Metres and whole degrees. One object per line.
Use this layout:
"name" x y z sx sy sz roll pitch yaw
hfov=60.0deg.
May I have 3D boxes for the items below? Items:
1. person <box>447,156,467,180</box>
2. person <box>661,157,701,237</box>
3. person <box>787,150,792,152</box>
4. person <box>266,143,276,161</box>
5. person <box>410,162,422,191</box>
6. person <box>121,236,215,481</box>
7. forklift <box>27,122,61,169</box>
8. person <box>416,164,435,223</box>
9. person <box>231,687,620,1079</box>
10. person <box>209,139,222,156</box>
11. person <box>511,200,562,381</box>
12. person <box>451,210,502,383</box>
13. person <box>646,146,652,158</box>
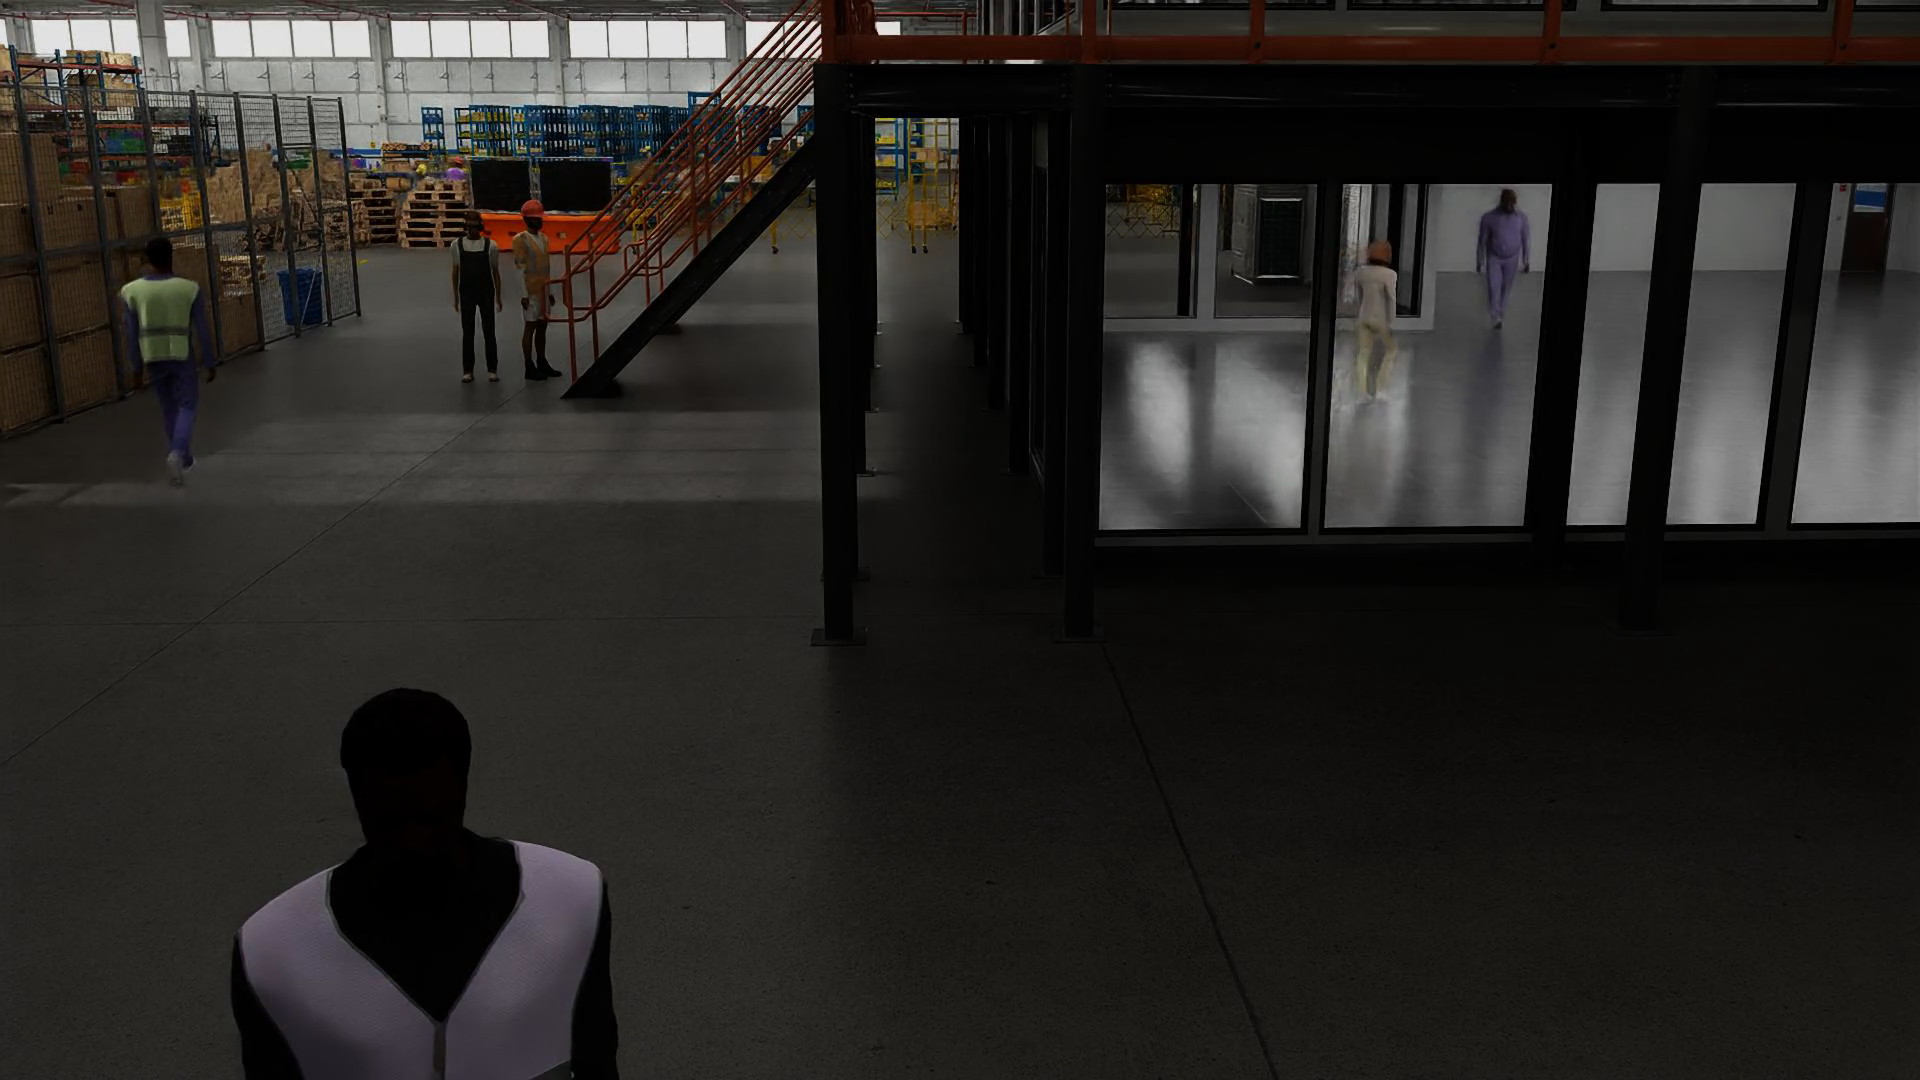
"person" -13.424 -9.282 44.426 0.625 1.892 0.397 1 14 3
"person" -6.834 -8.384 40.757 1.033 1.933 0.643 4 15 15
"person" -8.844 -19.366 84.926 0.955 1.790 0.588 5 15 20
"person" -37.518 -20.679 90.349 0.861 1.712 0.559 6 15 22
"person" -16.543 -10.731 50.815 0.498 1.599 0.824 -3 14 -12
"person" -6.159 -1.406 12.969 0.598 1.894 0.791 -2 14 -10
"forklift" -35.376 -14.773 64.377 1.129 2.768 1.873 -1 14 -2
"person" -12.985 -8.286 40.667 0.911 1.797 0.602 -5 15 -19
"person" -0.846 1.138 2.766 0.584 1.911 0.392 -6 15 -22
"person" -38.285 -19.628 85.600 0.648 1.979 0.436 -8 16 -29
"person" -4.601 -2.715 18.095 0.356 1.938 0.545 5 15 20
"person" -5.192 -2.616 17.890 0.506 1.845 0.346 -3 14 -12
"person" -13.955 -16.800 74.751 0.318 1.764 0.522 -3 14 -11
